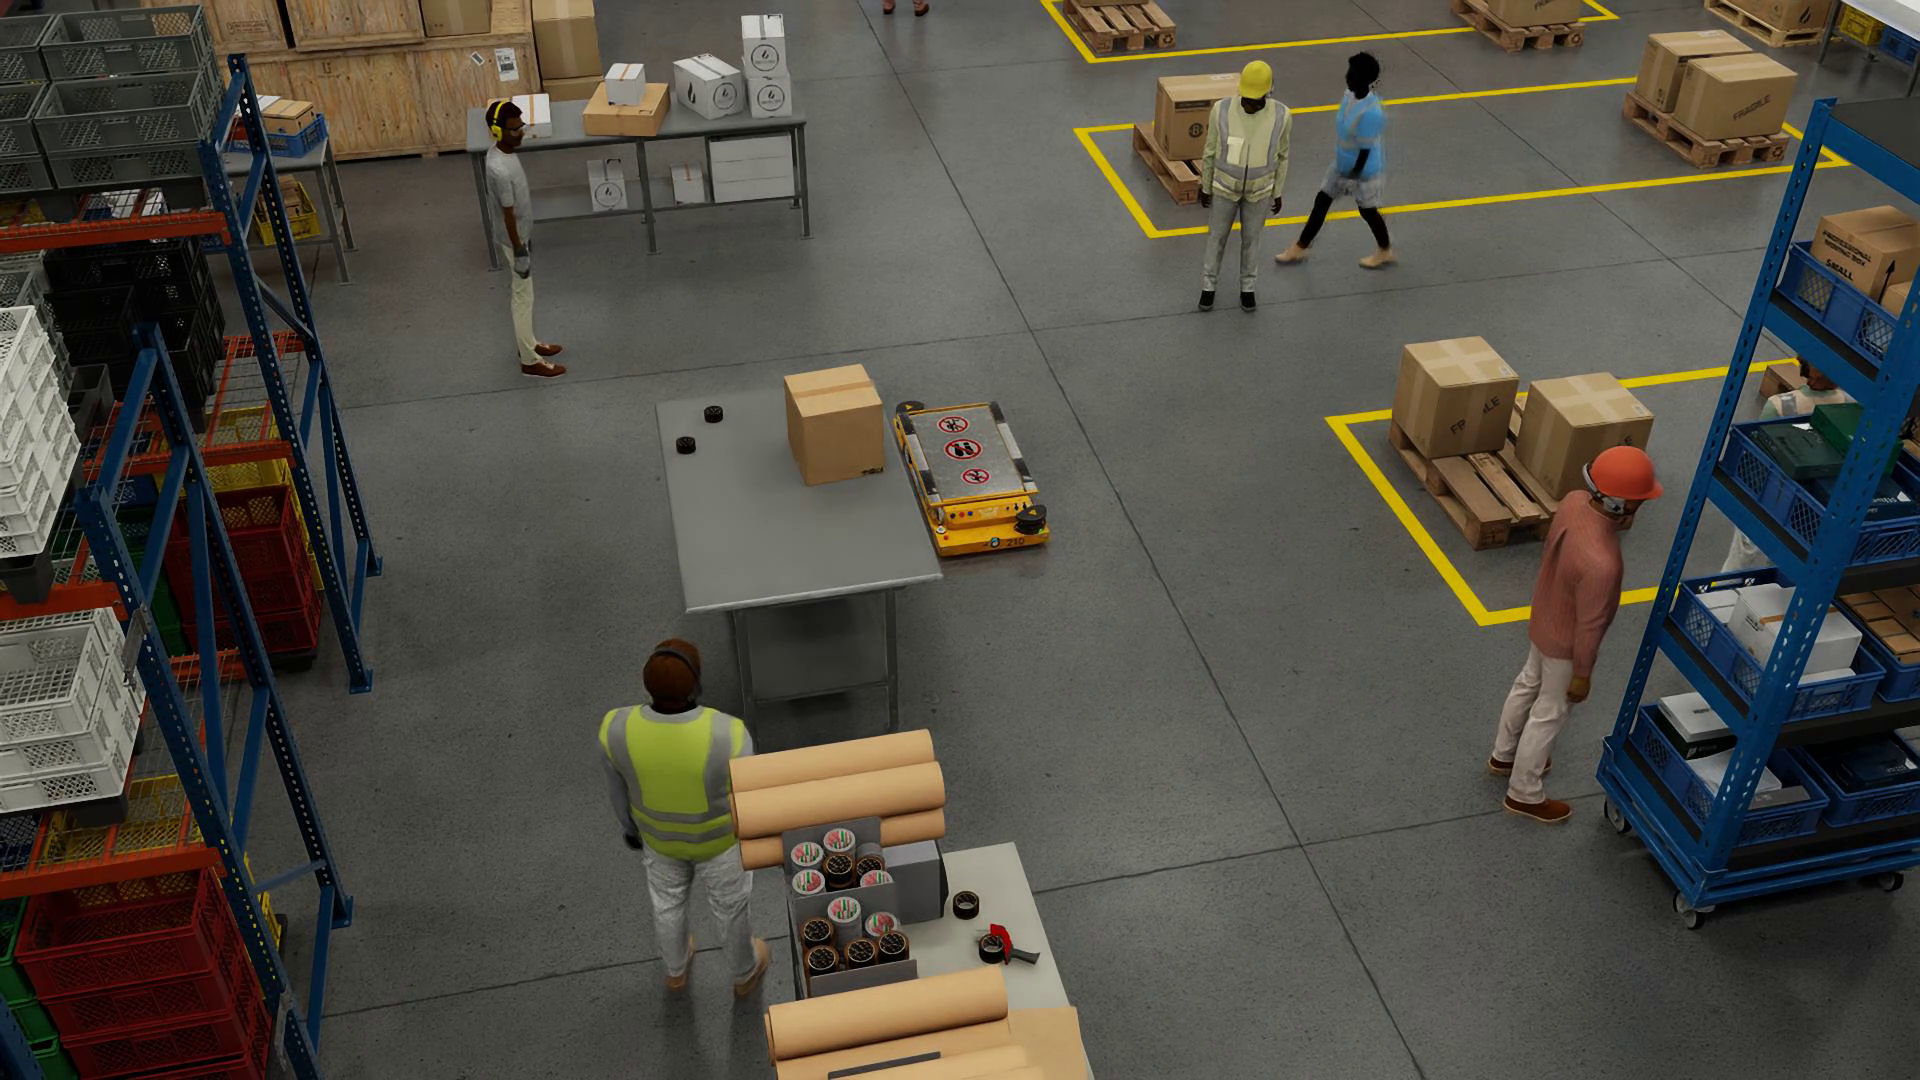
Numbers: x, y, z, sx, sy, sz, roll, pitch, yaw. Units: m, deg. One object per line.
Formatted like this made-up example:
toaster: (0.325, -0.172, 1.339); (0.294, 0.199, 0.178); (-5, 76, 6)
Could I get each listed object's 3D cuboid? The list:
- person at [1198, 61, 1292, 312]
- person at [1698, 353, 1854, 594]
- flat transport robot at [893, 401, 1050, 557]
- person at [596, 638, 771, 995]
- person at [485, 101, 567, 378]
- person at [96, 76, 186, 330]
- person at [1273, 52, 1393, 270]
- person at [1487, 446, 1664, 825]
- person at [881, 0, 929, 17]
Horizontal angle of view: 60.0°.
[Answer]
person: (1.958, -2.441, 11.521); (0.588, 1.822, 0.403); (4, 37, 5)
person: (4.354, -0.318, 8.827); (0.509, 1.631, 0.310); (-7, 37, -9)
flat transport robot: (0.046, -0.430, 10.108); (0.652, 0.197, 1.431); (-8, 37, -10)
person: (-1.071, 1.140, 6.694); (0.624, 1.842, 0.429); (4, 37, 5)
person: (-2.863, -1.957, 10.837); (0.332, 1.864, 0.514); (-8, 37, -11)
person: (-5.558, -2.235, 11.194); (0.356, 1.883, 0.574); (-6, 37, -9)
person: (2.833, -2.726, 12.049); (0.865, 1.644, 0.541); (-8, 37, -10)
person: (2.771, 0.419, 7.534); (0.397, 1.992, 0.623); (2, 37, 2)
person: (-0.555, -6.186, 16.498); (0.639, 1.898, 0.397); (8, 37, 11)
